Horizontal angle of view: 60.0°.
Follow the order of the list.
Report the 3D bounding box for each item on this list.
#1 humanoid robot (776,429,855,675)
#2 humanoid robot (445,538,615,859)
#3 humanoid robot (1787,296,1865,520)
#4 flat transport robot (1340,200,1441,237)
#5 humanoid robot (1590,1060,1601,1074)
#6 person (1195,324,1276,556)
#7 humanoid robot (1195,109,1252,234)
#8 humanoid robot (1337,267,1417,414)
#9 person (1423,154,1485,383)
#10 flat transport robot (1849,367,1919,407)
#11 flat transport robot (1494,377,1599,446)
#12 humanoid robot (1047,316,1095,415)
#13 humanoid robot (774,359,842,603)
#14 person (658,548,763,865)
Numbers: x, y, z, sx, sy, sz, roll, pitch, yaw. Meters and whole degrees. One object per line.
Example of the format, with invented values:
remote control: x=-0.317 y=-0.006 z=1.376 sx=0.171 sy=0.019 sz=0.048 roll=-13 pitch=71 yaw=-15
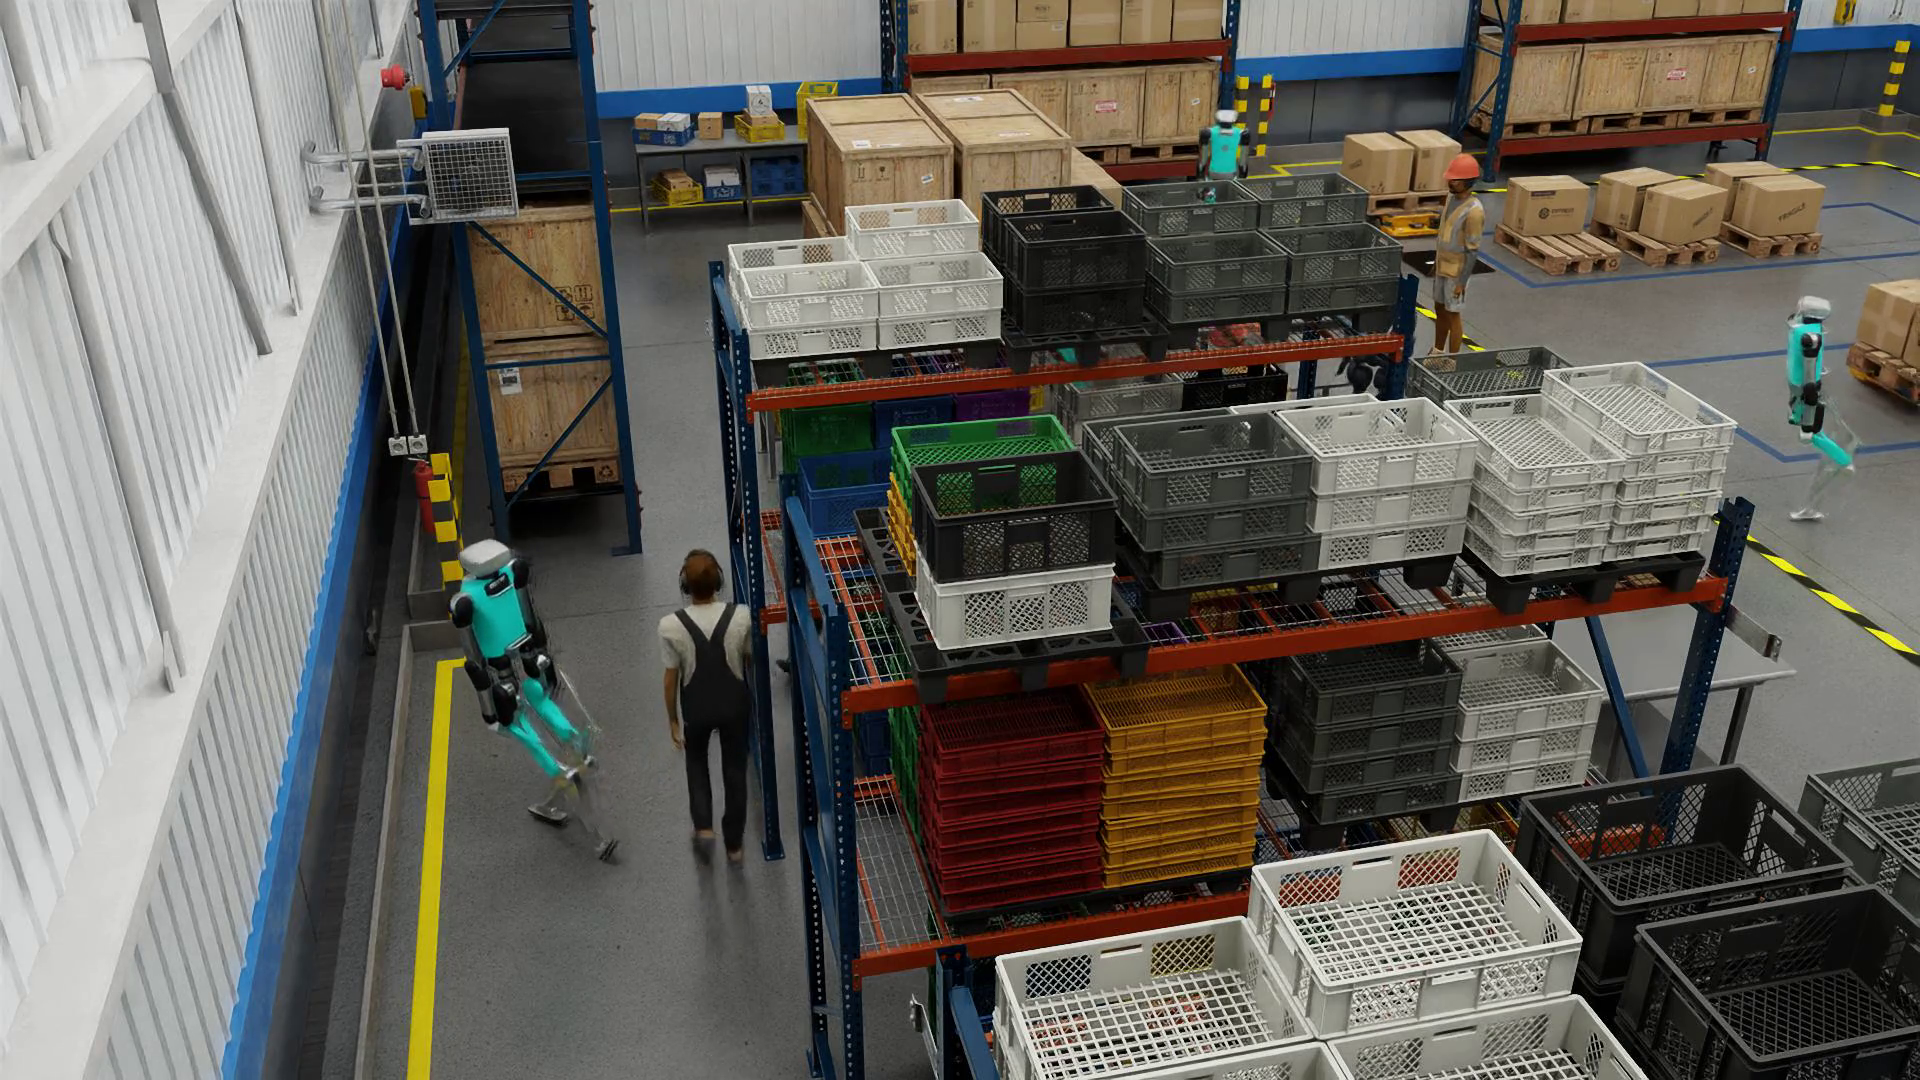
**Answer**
humanoid robot: x=-0.947 y=0.081 z=10.418 sx=0.588 sy=1.631 sz=0.726 roll=25 pitch=37 yaw=39
humanoid robot: x=-2.172 y=0.912 z=8.825 sx=0.847 sy=1.864 sz=0.552 roll=14 pitch=31 yaw=25
humanoid robot: x=6.351 y=-0.891 z=12.210 sx=0.815 sy=1.811 sz=0.536 roll=6 pitch=28 yaw=11
flat transport robot: x=4.999 y=-3.824 z=19.271 sx=0.652 sy=0.197 sz=1.431 roll=-6 pitch=28 yaw=-12
humanoid robot: x=2.343 y=2.155 z=6.464 sx=0.630 sy=1.637 sz=0.609 roll=-12 pitch=30 yaw=-22
person: x=1.882 y=-0.628 z=11.502 sx=0.668 sy=1.893 sz=0.368 roll=5 pitch=28 yaw=9
humanoid robot: x=2.737 y=-3.755 z=17.620 sx=0.543 sy=1.769 sz=0.946 roll=2 pitch=28 yaw=3
humanoid robot: x=3.296 y=-1.406 z=13.215 sx=0.591 sy=1.641 sz=0.525 roll=15 pitch=31 yaw=26
person: x=4.324 y=-2.394 z=14.690 sx=0.378 sy=2.041 sz=0.610 roll=-4 pitch=28 yaw=-8
flat transport robot: x=8.550 y=-1.317 z=14.515 sx=0.652 sy=0.197 sz=1.431 roll=-6 pitch=28 yaw=-12
flat transport robot: x=4.780 y=-1.036 z=14.013 sx=0.659 sy=0.231 sz=1.431 roll=-6 pitch=28 yaw=-12
humanoid robot: x=1.038 y=-0.872 z=12.185 sx=0.883 sy=1.839 sz=0.558 roll=-17 pitch=32 yaw=-29
humanoid robot: x=-1.062 y=-0.373 z=11.222 sx=1.030 sy=1.764 sz=0.547 roll=-23 pitch=36 yaw=-37
person: x=-1.270 y=0.872 z=8.718 sx=0.525 sy=1.830 sz=0.468 roll=-4 pitch=28 yaw=-7
